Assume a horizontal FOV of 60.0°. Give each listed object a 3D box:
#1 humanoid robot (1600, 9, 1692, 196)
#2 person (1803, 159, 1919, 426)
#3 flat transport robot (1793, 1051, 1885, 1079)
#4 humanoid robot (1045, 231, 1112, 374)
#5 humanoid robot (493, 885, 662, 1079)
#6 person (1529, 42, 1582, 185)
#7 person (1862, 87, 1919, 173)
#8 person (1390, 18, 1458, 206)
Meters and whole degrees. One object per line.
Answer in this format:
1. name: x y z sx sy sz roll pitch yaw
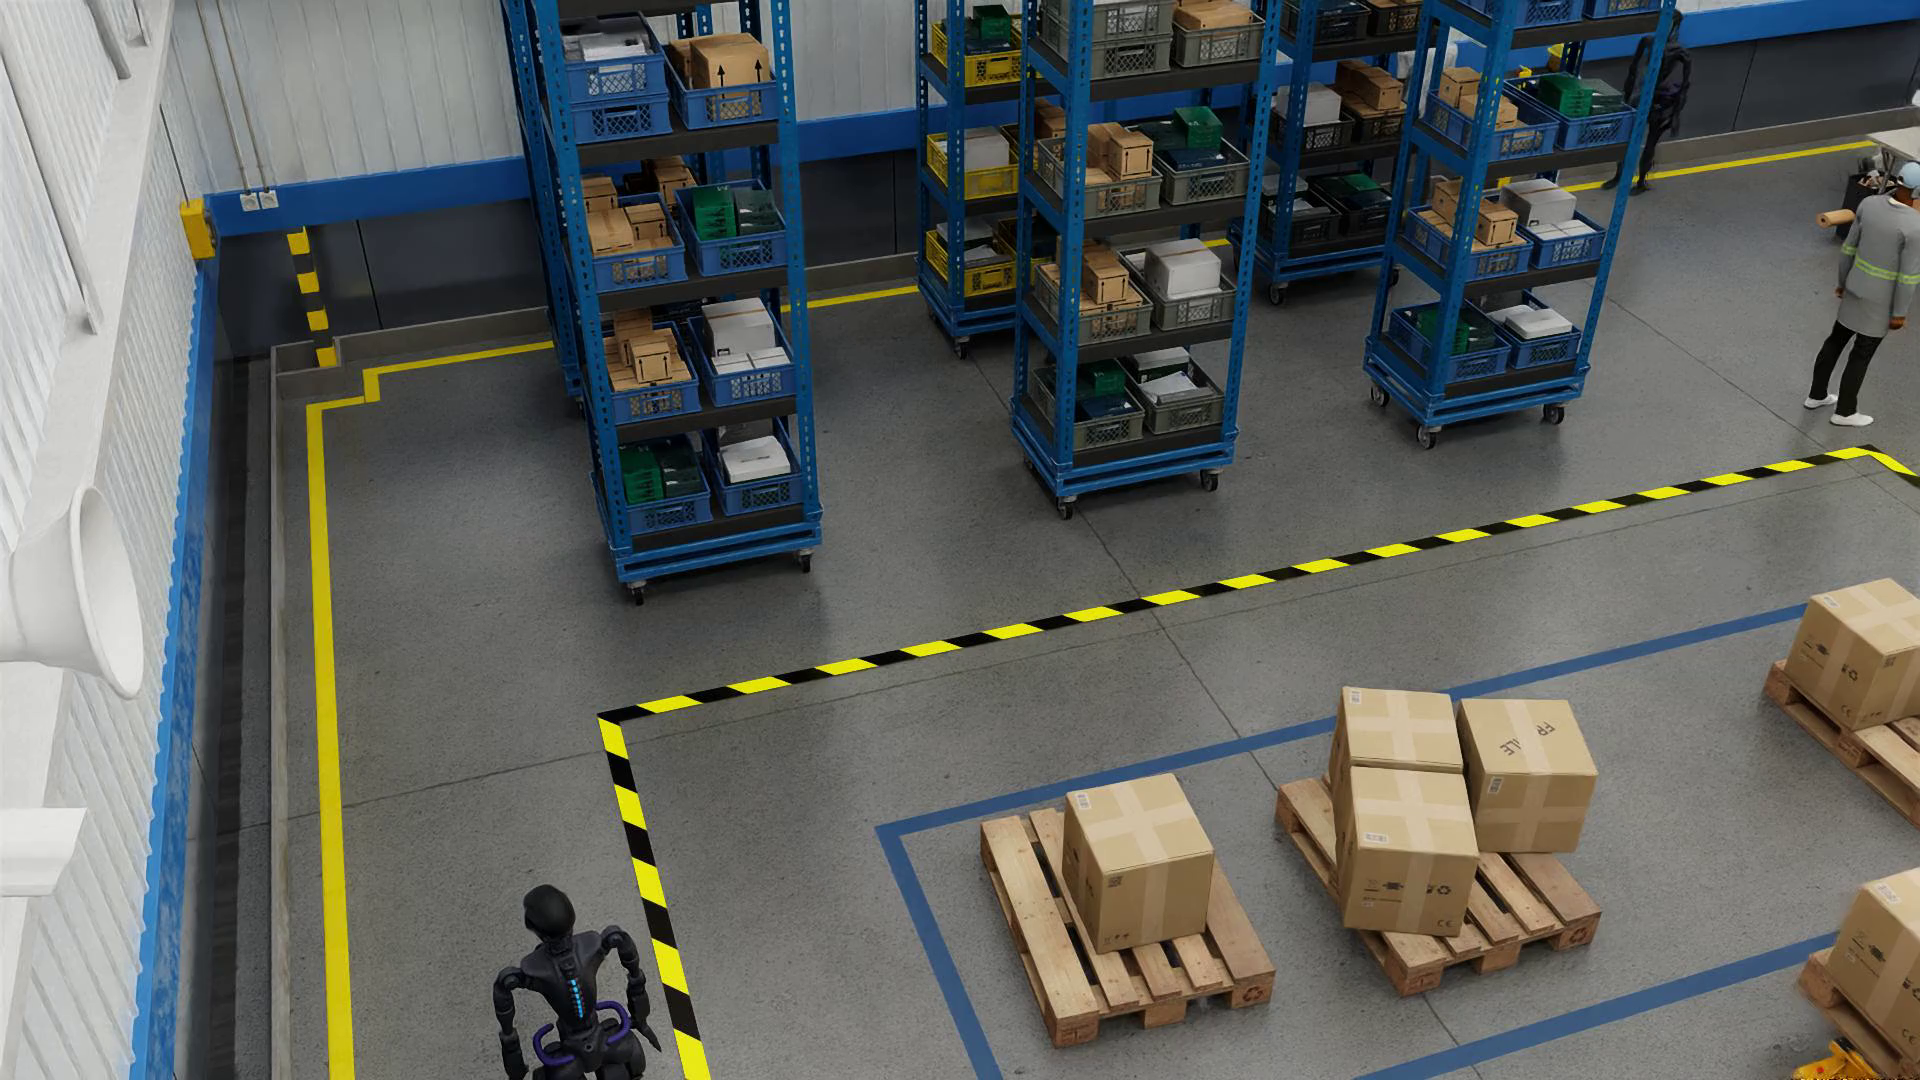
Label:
1. humanoid robot: 5.859 -3.684 14.065 0.443 1.642 0.615 -22 41 -28
2. person: 6.050 -1.633 10.997 0.392 1.853 0.587 -10 36 -13
3. flat transport robot: 4.275 2.229 6.871 1.431 0.197 0.652 -11 37 -15
4. humanoid robot: 0.748 -1.566 11.111 0.781 1.639 0.608 -24 42 -30
5. humanoid robot: -1.397 1.896 6.130 0.599 1.659 0.315 -18 39 -24
6. person: 4.669 -3.152 13.242 0.291 1.746 0.486 25 42 31
7. person: 8.097 -3.603 13.818 0.717 1.814 0.578 21 40 27
8. person: 3.733 -3.477 13.597 0.530 1.868 0.309 -3 35 -4
